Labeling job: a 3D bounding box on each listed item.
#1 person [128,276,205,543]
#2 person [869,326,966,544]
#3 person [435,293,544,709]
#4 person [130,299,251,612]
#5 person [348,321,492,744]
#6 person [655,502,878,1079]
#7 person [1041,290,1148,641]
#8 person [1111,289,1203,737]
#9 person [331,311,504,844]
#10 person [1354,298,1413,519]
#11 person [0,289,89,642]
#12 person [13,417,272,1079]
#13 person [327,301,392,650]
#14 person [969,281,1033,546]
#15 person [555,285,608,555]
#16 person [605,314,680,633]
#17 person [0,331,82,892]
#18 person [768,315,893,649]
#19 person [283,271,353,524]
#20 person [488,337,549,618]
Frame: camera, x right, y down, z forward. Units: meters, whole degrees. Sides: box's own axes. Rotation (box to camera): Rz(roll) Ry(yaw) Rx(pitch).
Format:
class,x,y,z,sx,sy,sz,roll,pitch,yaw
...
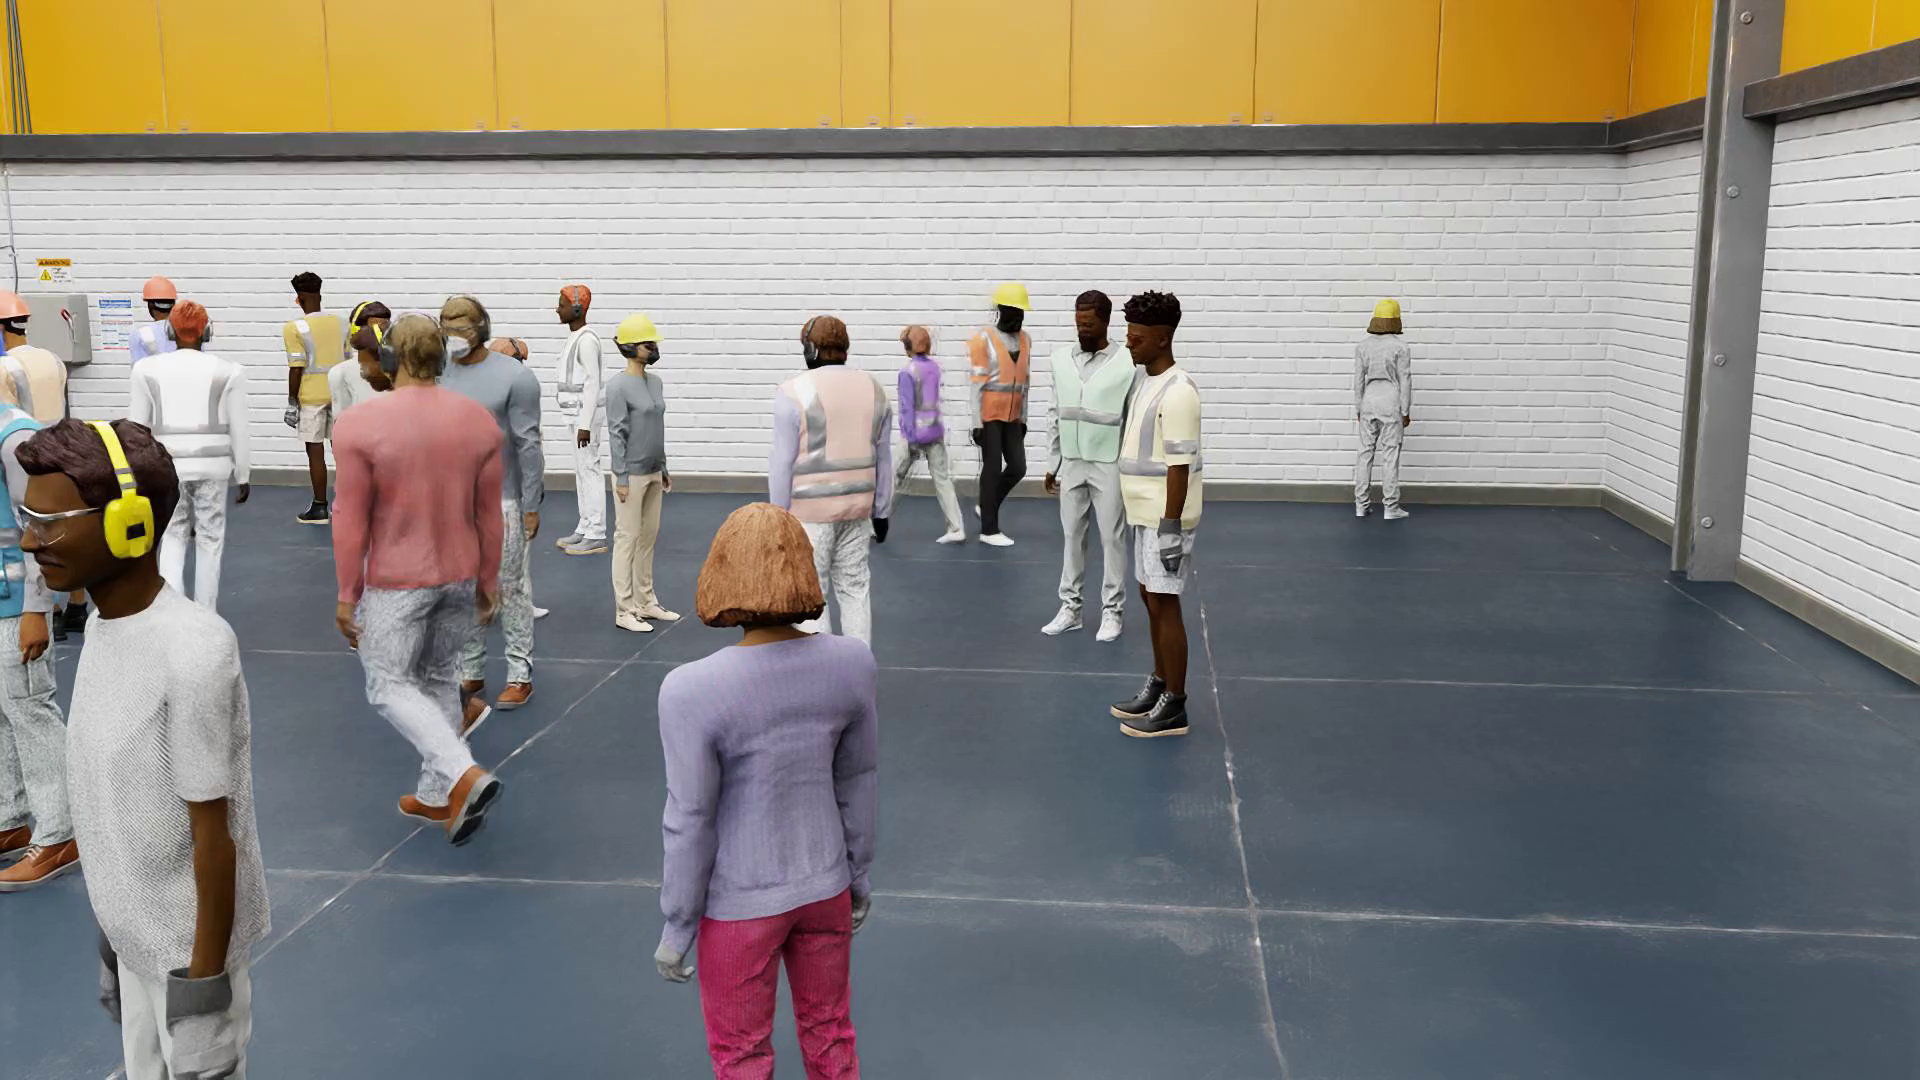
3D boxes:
class,x,y,z,sx,sy,sz,roll,pitch,yaw
person,-5.750,-0.942,12.099,0.375,1.935,0.551,8,13,38
person,-0.340,-0.759,12.078,0.924,1.578,0.505,7,12,35
person,-2.237,-0.174,7.734,0.636,1.931,0.377,1,10,8
person,-4.144,-0.358,8.986,0.592,1.866,0.440,-3,10,-14
person,-2.219,0.015,6.917,0.524,1.844,0.606,3,10,18
person,-0.382,0.736,3.364,0.507,1.632,0.272,-8,13,-39
person,0.739,-0.408,9.117,0.587,1.913,0.393,6,12,32
person,0.872,-0.114,7.314,0.374,1.958,0.605,-1,10,-5
person,-1.874,0.151,5.908,0.672,1.913,0.633,8,13,40
person,3.363,-1.040,13.216,0.485,1.744,0.294,8,13,40
person,-5.080,-0.395,9.044,0.418,1.920,0.542,2,10,9
person,-1.349,0.719,2.819,0.505,1.864,0.331,10,14,44
person,-3.083,-0.328,8.814,0.327,1.862,0.510,6,11,30
person,0.292,-0.904,11.978,0.631,1.903,0.512,-9,14,-43
person,-2.664,-0.841,11.683,0.356,1.883,0.573,-4,11,-21
person,-1.791,-0.378,9.353,0.303,1.772,0.530,3,10,18
person,-3.239,0.193,5.567,0.615,1.947,0.389,6,12,32
person,-0.612,-0.127,7.758,0.636,1.831,0.430,-8,13,-40
person,-4.994,-1.102,12.958,0.381,1.958,0.602,6,12,31
person,-2.602,-0.347,9.578,0.508,1.629,0.318,5,11,26
